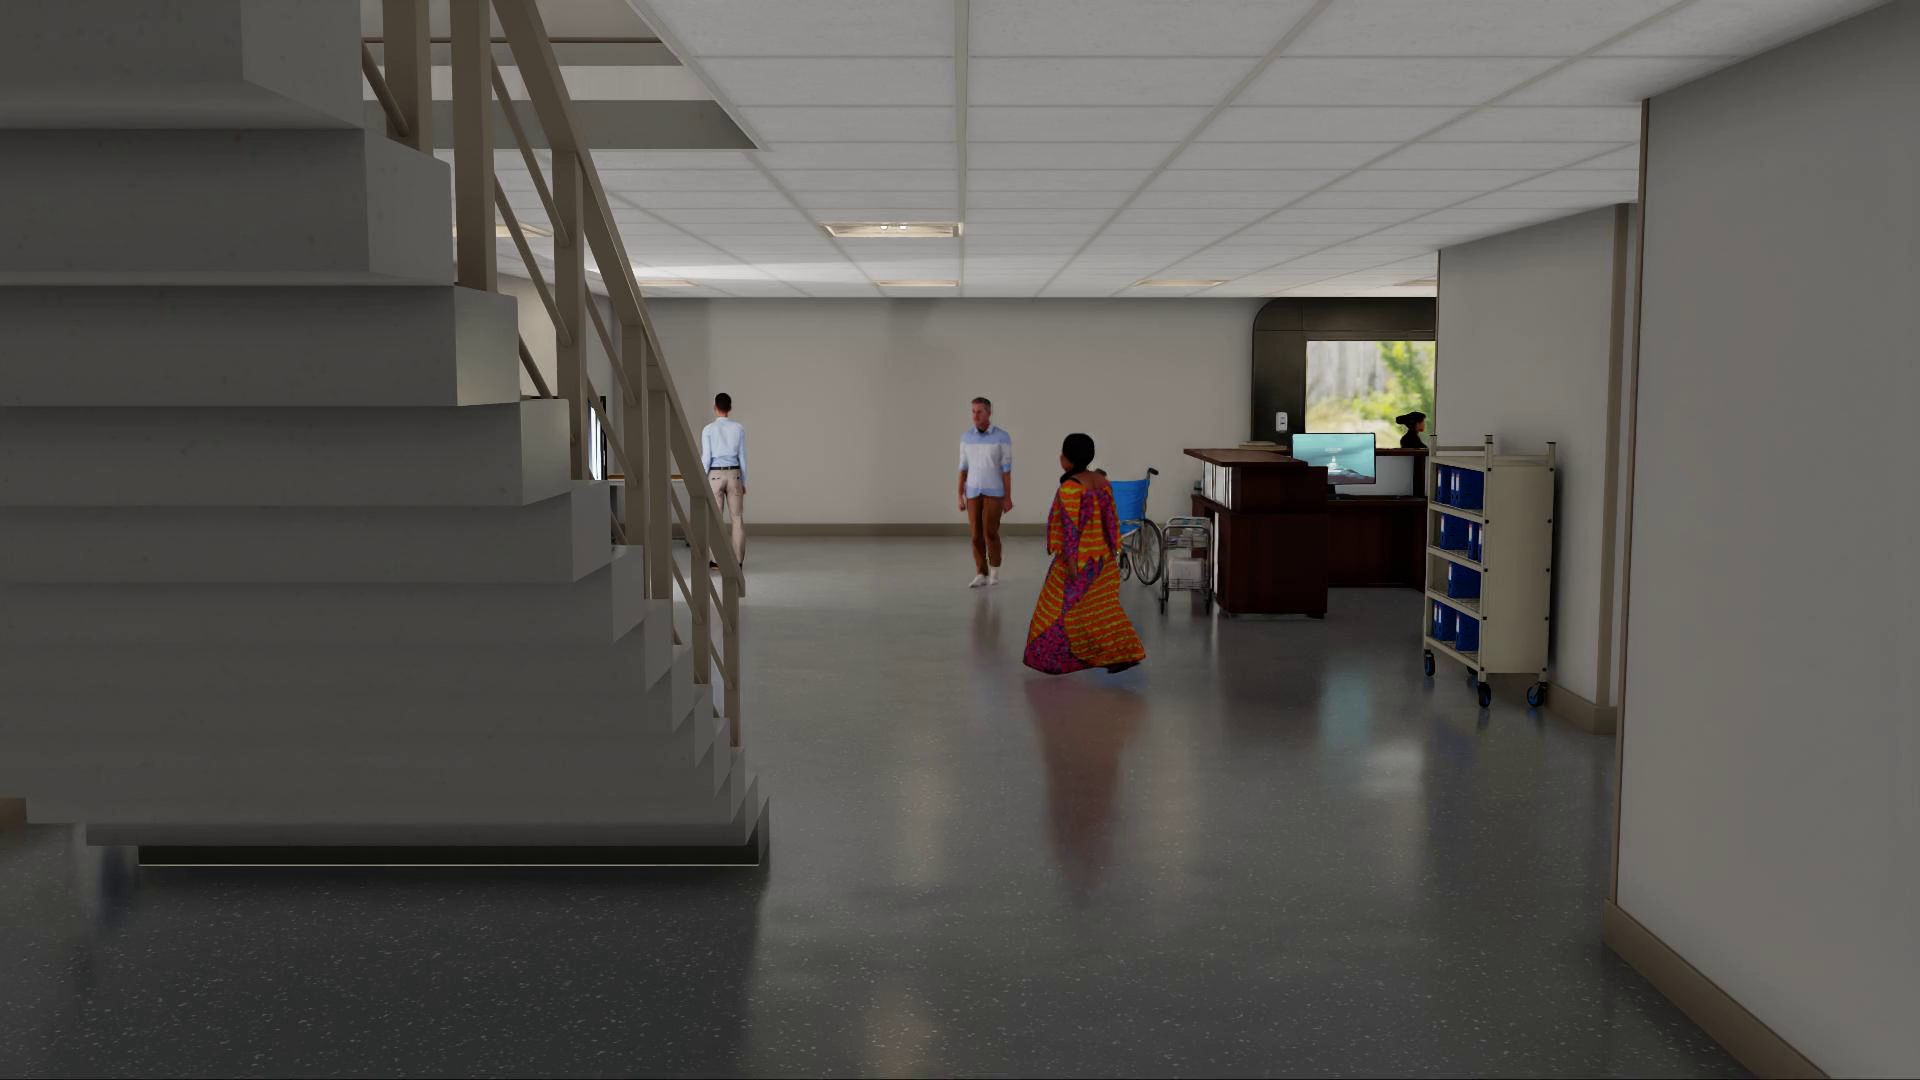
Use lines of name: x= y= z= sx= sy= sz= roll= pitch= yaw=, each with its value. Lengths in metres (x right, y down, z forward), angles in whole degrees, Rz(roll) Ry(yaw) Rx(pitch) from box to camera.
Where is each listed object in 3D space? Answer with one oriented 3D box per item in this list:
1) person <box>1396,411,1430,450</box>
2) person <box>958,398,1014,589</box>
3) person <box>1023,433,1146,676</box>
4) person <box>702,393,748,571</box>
person: x=4.867 y=-0.578 z=18.160 sx=0.712 sy=1.621 sz=0.715 roll=-1 pitch=6 yaw=-8
person: x=0.276 y=-0.445 z=15.884 sx=0.813 sy=1.811 sz=0.820 roll=3 pitch=6 yaw=25
person: x=0.868 y=0.112 z=11.168 sx=1.189 sy=1.647 sz=1.154 roll=5 pitch=8 yaw=42
person: x=-2.467 y=-0.616 z=17.401 sx=0.732 sy=1.848 sz=0.737 roll=-2 pitch=6 yaw=-23
